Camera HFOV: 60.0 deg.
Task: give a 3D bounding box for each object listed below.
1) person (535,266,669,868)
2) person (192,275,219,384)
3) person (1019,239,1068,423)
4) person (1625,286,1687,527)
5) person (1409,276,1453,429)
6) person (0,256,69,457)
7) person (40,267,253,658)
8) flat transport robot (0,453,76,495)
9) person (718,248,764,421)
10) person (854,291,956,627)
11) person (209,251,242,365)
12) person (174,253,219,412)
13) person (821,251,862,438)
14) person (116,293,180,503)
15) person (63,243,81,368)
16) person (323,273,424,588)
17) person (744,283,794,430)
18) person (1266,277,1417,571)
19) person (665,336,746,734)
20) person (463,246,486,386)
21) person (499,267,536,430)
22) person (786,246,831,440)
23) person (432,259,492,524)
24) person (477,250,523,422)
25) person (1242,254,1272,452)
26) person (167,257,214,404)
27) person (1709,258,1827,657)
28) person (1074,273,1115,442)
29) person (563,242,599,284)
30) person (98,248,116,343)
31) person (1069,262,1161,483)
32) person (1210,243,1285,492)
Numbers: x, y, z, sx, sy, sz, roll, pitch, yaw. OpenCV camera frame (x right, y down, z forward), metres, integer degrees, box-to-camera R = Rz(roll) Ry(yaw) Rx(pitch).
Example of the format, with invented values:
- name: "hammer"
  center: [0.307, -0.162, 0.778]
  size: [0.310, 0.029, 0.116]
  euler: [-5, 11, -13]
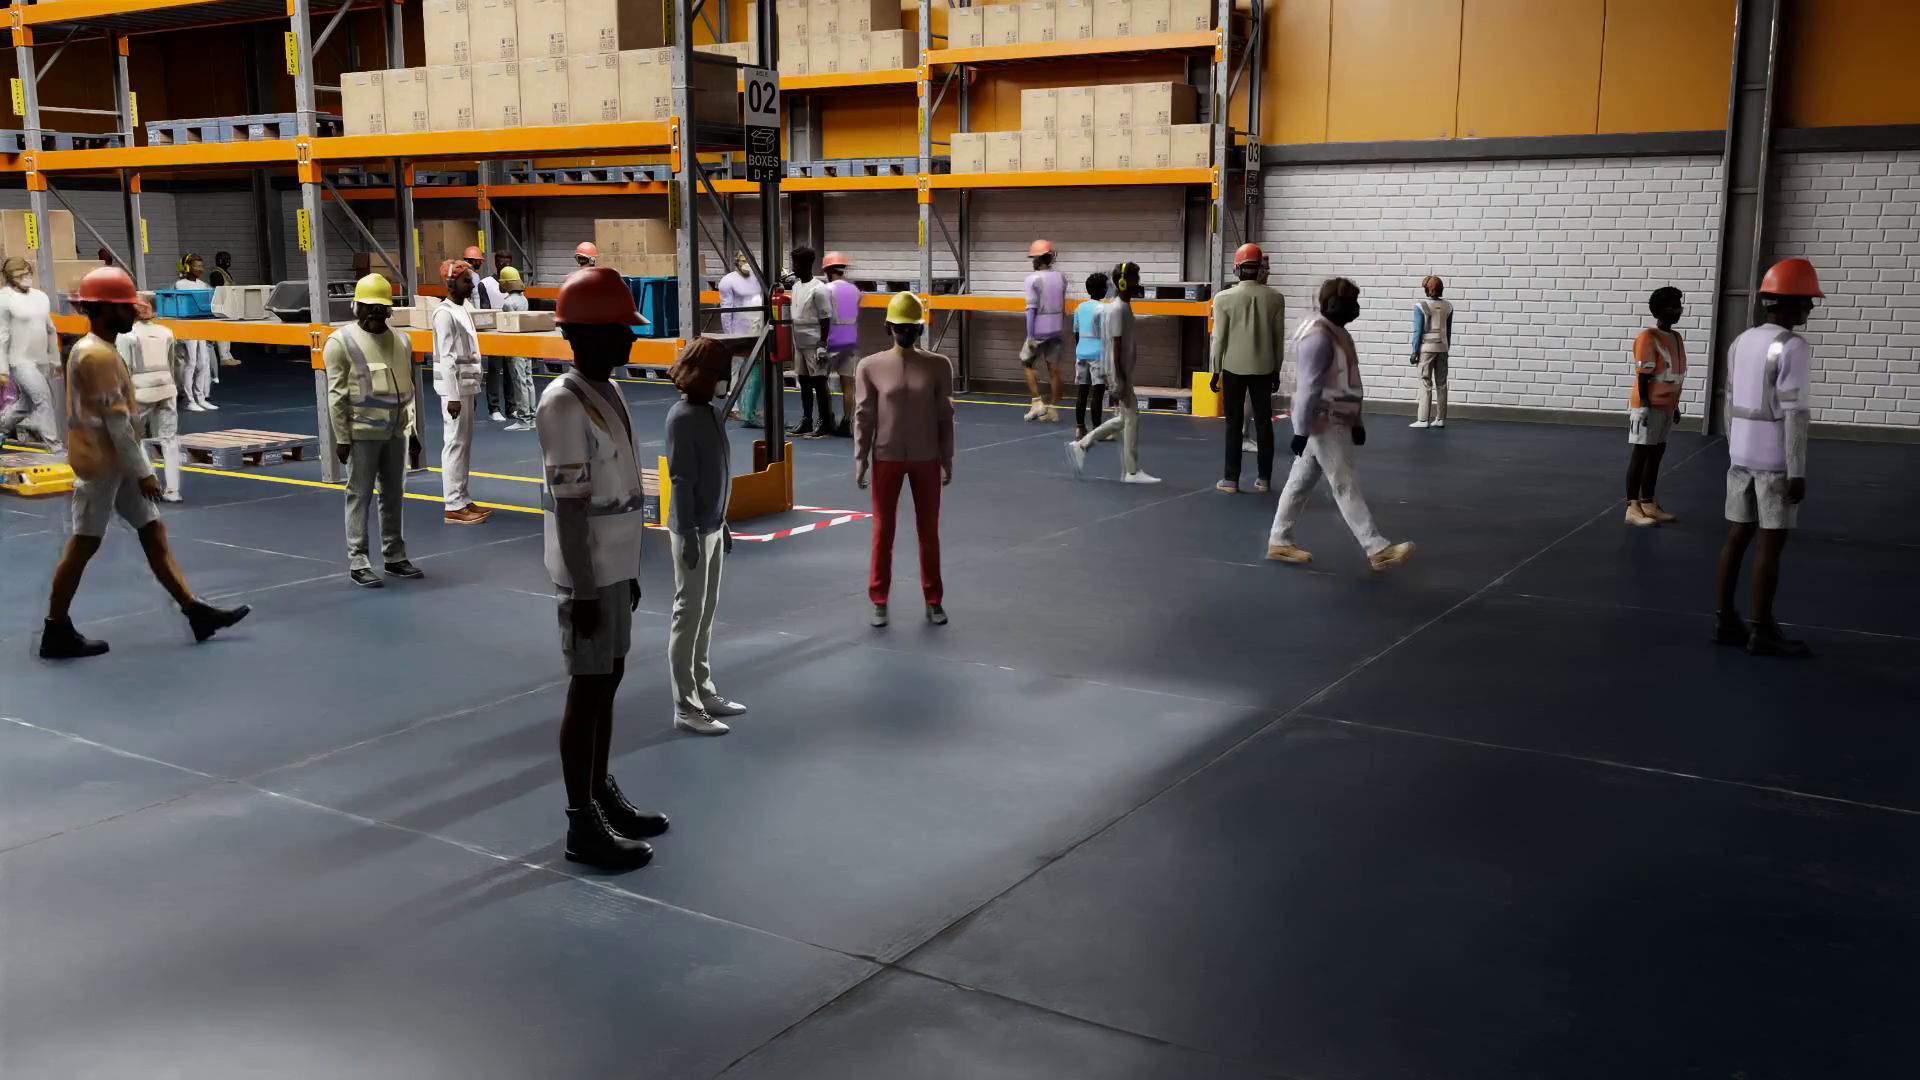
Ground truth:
- name: "person"
  center: [-1.162, 0.087, 5.435]
  size: [0.359, 1.938, 0.547]
  euler: [0, 10, 2]
- name: "person"
  center: [-10.738, -3.006, 23.450]
  size: [0.287, 1.626, 0.497]
  euler: [5, 11, 26]
- name: "person"
  center: [0.934, -2.298, 18.421]
  size: [0.631, 2.026, 0.490]
  euler: [-7, 13, -35]
- name: "person"
  center: [4.963, -0.949, 11.838]
  size: [0.531, 1.698, 0.320]
  euler: [-9, 14, -41]
- name: "person"
  center: [5.071, -2.015, 17.905]
  size: [0.515, 1.641, 0.315]
  euler: [-5, 11, -24]
- name: "person"
  center: [-8.341, -1.566, 14.747]
  size: [0.939, 1.893, 0.678]
  euler: [2, 10, 9]
- name: "person"
  center: [-4.069, -0.373, 8.112]
  size: [0.981, 1.883, 0.570]
  euler: [-4, 11, -21]
- name: "flat transport robot"
  center: [-7.642, -0.559, 13.631]
  size: [1.431, 0.197, 0.652]
  euler: [7, 12, 34]
- name: "person"
  center: [-2.436, -2.316, 18.759]
  size: [0.378, 1.937, 0.628]
  euler: [8, 13, 38]
- name: "person"
  center: [-0.283, -0.417, 8.719]
  size: [0.539, 1.760, 0.330]
  euler: [-2, 10, -9]
- name: "person"
  center: [-11.925, -3.755, 27.006]
  size: [0.430, 1.839, 0.619]
  euler: [-2, 10, -12]
- name: "person"
  center: [-9.069, -2.455, 19.726]
  size: [0.311, 1.864, 0.532]
  euler: [2, 10, 10]
- name: "person"
  center: [-1.261, -2.007, 17.117]
  size: [0.582, 1.905, 0.525]
  euler: [-9, 14, -41]
- name: "person"
  center: [-6.224, -1.080, 12.769]
  size: [0.449, 1.620, 0.536]
  euler: [6, 12, 31]
- name: "person"
  center: [-14.047, -3.732, 26.308]
  size: [0.544, 2.000, 0.691]
  euler: [1, 10, 4]
- name: "person"
  center: [-3.423, -0.646, 9.797]
  size: [0.404, 1.828, 0.592]
  euler: [7, 12, 32]
- name: "person"
  center: [-2.013, -2.028, 17.717]
  size: [0.770, 1.730, 0.543]
  euler: [3, 11, 17]
- name: "person"
  center: [2.348, -0.707, 10.233]
  size: [0.984, 1.787, 0.653]
  euler: [4, 11, 23]
- name: "person"
  center: [-1.064, -0.027, 6.907]
  size: [0.279, 1.633, 0.499]
  euler: [1, 10, 8]
- name: "person"
  center: [-6.741, -3.100, 23.099]
  size: [0.378, 1.932, 0.551]
  euler: [-8, 13, -39]
- name: "person"
  center: [-4.747, -2.035, 17.741]
  size: [0.316, 1.741, 0.488]
  euler: [1, 10, 6]
- name: "person"
  center: [-1.545, -2.008, 16.963]
  size: [0.366, 1.963, 0.610]
  euler: [-8, 13, -36]
- name: "person"
  center: [-3.594, -1.062, 11.948]
  size: [0.340, 1.882, 0.585]
  euler: [-1, 10, -5]
- name: "person"
  center: [-5.127, -2.290, 18.670]
  size: [0.397, 1.915, 0.587]
  euler: [7, 13, 35]
- name: "person"
  center: [2.808, -1.792, 15.975]
  size: [0.400, 1.896, 0.650]
  euler: [1, 10, 5]
- name: "person"
  center: [-9.556, -2.586, 20.599]
  size: [0.778, 1.803, 0.623]
  euler: [9, 14, 42]
- name: "person"
  center: [3.975, -0.400, 8.141]
  size: [0.376, 1.933, 0.551]
  euler: [-2, 10, -9]
- name: "person"
  center: [1.356, -1.841, 16.785]
  size: [0.319, 1.695, 0.539]
  euler: [-7, 12, -33]
- name: "person"
  center: [-4.458, -2.568, 19.986]
  size: [0.611, 1.996, 0.379]
  euler: [3, 11, 18]
- name: "person"
  center: [-14.252, -3.931, 27.844]
  size: [0.584, 1.882, 0.337]
  euler: [1, 10, 8]
- name: "person"
  center: [1.303, -1.386, 13.855]
  size: [0.719, 1.852, 0.513]
  euler: [2, 10, 11]
- name: "person"
  center: [2.301, -1.377, 13.388]
  size: [0.612, 1.994, 0.395]
  euler: [-2, 10, -8]
